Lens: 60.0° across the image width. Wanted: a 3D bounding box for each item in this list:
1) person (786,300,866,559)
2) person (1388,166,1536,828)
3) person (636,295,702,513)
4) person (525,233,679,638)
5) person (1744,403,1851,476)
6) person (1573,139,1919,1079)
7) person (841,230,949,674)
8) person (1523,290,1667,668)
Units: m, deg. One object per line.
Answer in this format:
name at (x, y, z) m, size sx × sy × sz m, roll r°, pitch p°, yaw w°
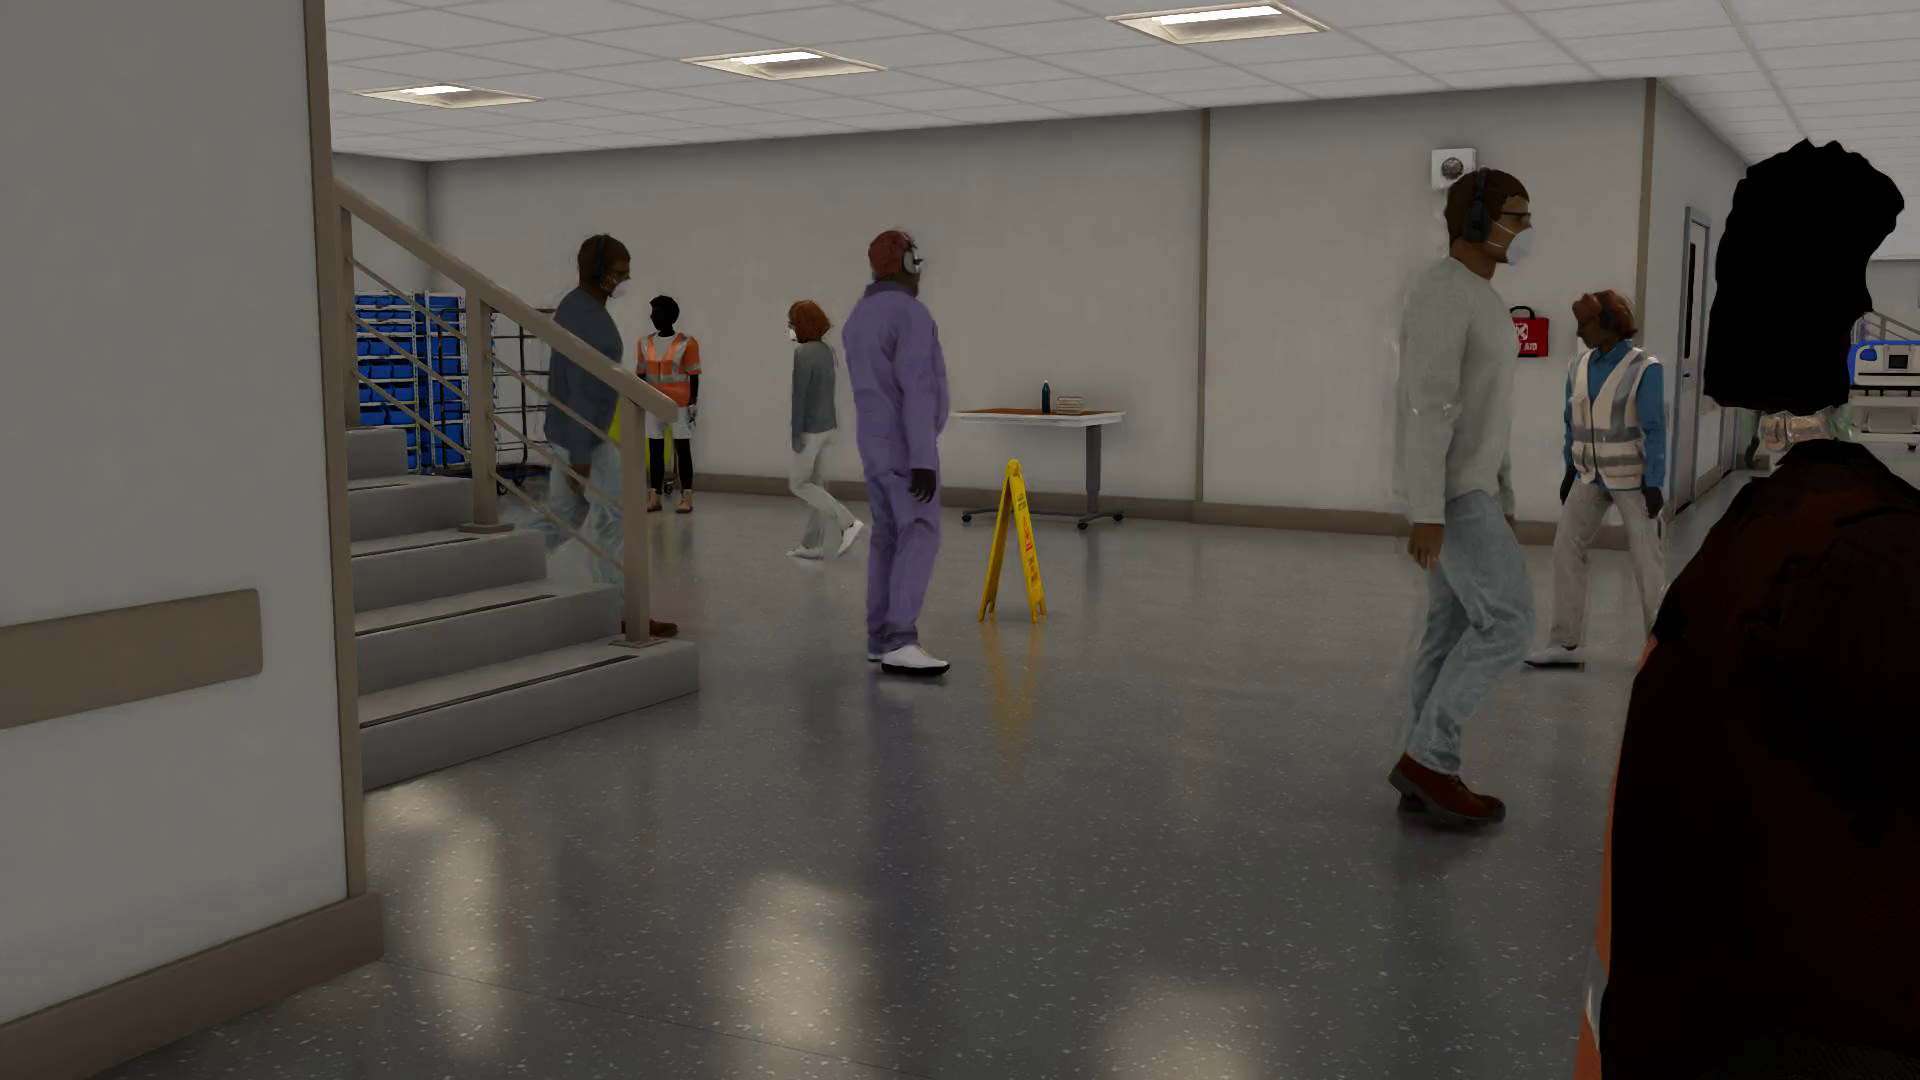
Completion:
person at (-0.868, -0.657, 10.189) m, size 0.527 × 1.622 × 0.538 m, roll 2°, pitch 8°, yaw 17°
person at (1.486, -0.106, 4.824) m, size 0.453 × 1.918 × 0.650 m, roll 4°, pitch 8°, yaw 27°
person at (-2.272, -1.051, 12.949) m, size 0.537 × 1.696 × 0.321 m, roll 2°, pitch 8°, yaw 15°
person at (-1.786, -0.441, 7.556) m, size 0.916 × 1.894 × 0.688 m, roll -2°, pitch 8°, yaw -18°
person at (4.812, -0.550, 9.510) m, size 0.842 × 1.589 × 0.542 m, roll -5°, pitch 9°, yaw -35°
person at (0.515, 0.529, 1.012) m, size 0.308 × 1.641 × 0.515 m, roll 5°, pitch 9°, yaw 35°
person at (-0.236, -0.377, 7.146) m, size 0.432 × 1.869 × 0.807 m, roll -4°, pitch 8°, yaw -26°
person at (2.733, -0.236, 6.985) m, size 0.556 × 1.605 × 0.584 m, roll -4°, pitch 8°, yaw -27°
